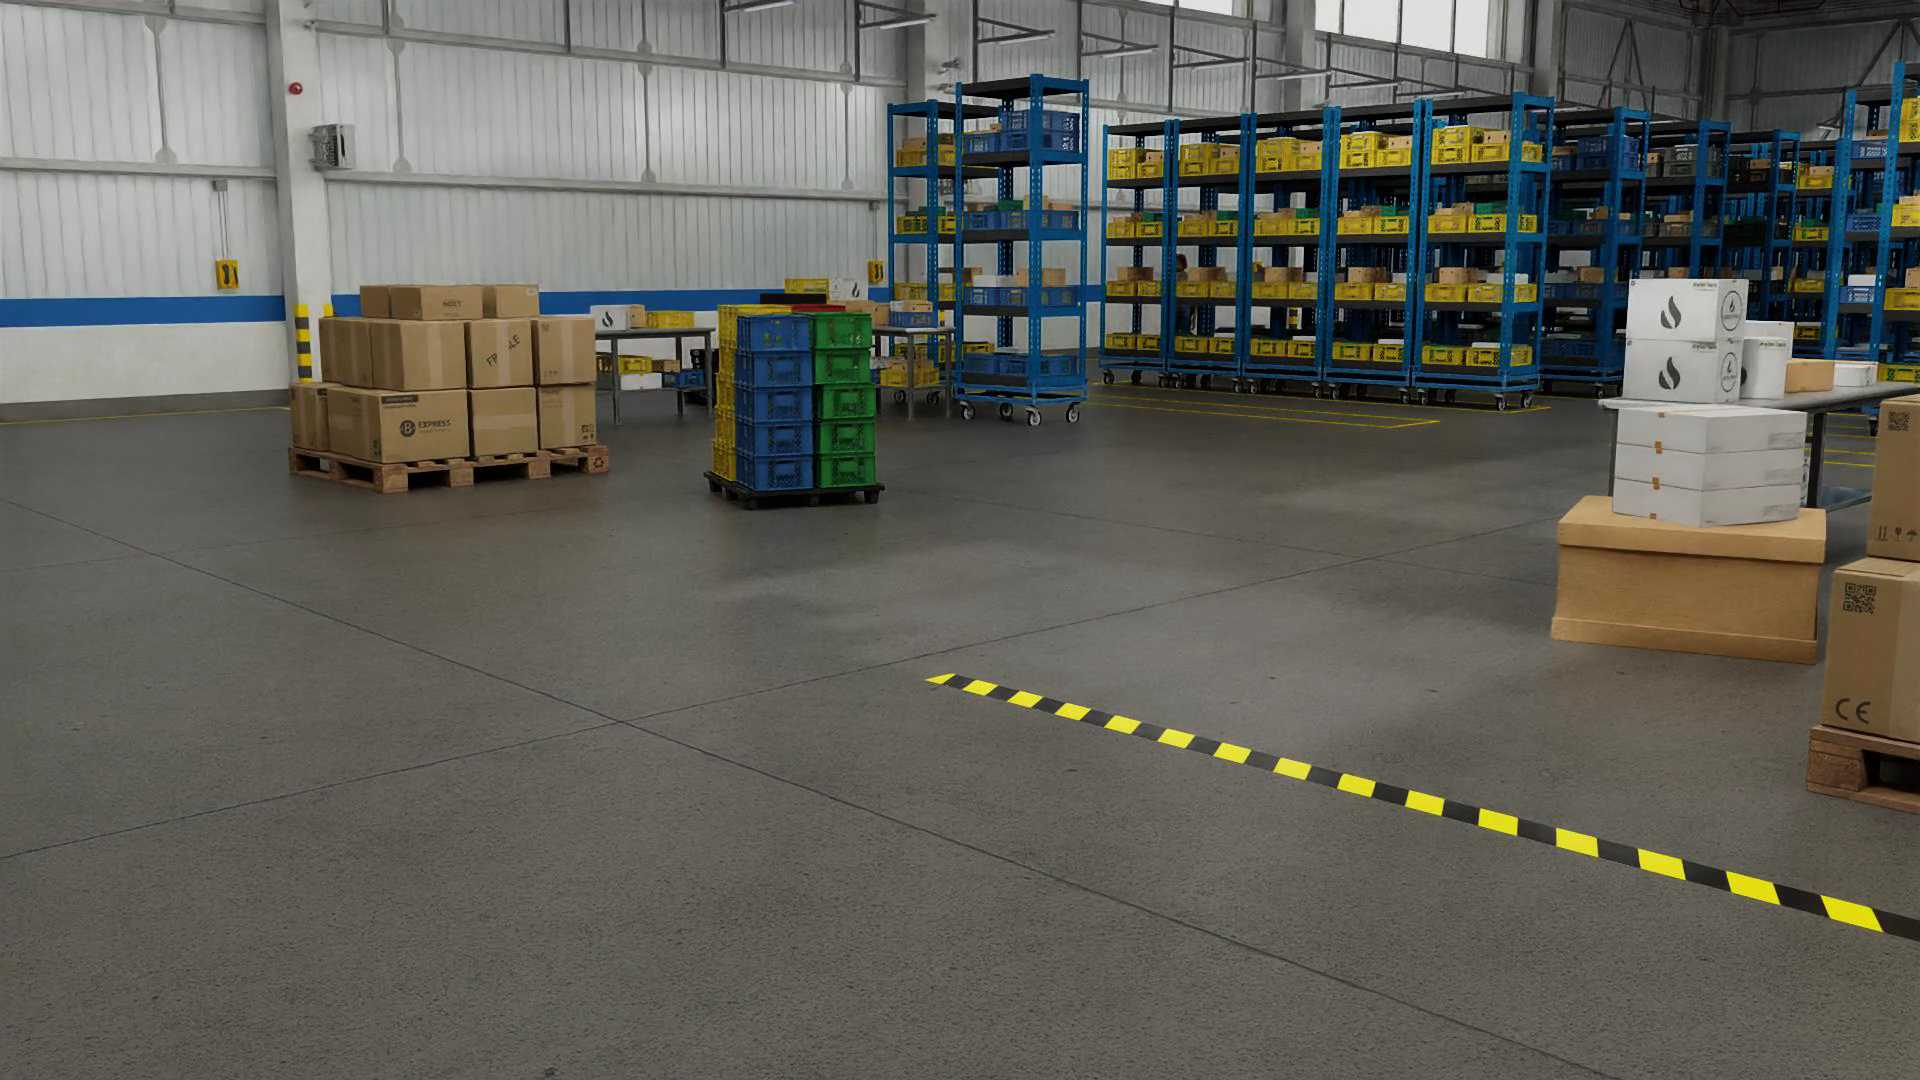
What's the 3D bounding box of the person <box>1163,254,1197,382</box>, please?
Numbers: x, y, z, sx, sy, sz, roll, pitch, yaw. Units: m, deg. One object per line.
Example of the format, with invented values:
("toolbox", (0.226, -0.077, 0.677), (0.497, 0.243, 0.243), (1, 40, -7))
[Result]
("person", (3.184, -3.206, 24.023), (0.564, 1.837, 0.400), (7, 12, 37))
